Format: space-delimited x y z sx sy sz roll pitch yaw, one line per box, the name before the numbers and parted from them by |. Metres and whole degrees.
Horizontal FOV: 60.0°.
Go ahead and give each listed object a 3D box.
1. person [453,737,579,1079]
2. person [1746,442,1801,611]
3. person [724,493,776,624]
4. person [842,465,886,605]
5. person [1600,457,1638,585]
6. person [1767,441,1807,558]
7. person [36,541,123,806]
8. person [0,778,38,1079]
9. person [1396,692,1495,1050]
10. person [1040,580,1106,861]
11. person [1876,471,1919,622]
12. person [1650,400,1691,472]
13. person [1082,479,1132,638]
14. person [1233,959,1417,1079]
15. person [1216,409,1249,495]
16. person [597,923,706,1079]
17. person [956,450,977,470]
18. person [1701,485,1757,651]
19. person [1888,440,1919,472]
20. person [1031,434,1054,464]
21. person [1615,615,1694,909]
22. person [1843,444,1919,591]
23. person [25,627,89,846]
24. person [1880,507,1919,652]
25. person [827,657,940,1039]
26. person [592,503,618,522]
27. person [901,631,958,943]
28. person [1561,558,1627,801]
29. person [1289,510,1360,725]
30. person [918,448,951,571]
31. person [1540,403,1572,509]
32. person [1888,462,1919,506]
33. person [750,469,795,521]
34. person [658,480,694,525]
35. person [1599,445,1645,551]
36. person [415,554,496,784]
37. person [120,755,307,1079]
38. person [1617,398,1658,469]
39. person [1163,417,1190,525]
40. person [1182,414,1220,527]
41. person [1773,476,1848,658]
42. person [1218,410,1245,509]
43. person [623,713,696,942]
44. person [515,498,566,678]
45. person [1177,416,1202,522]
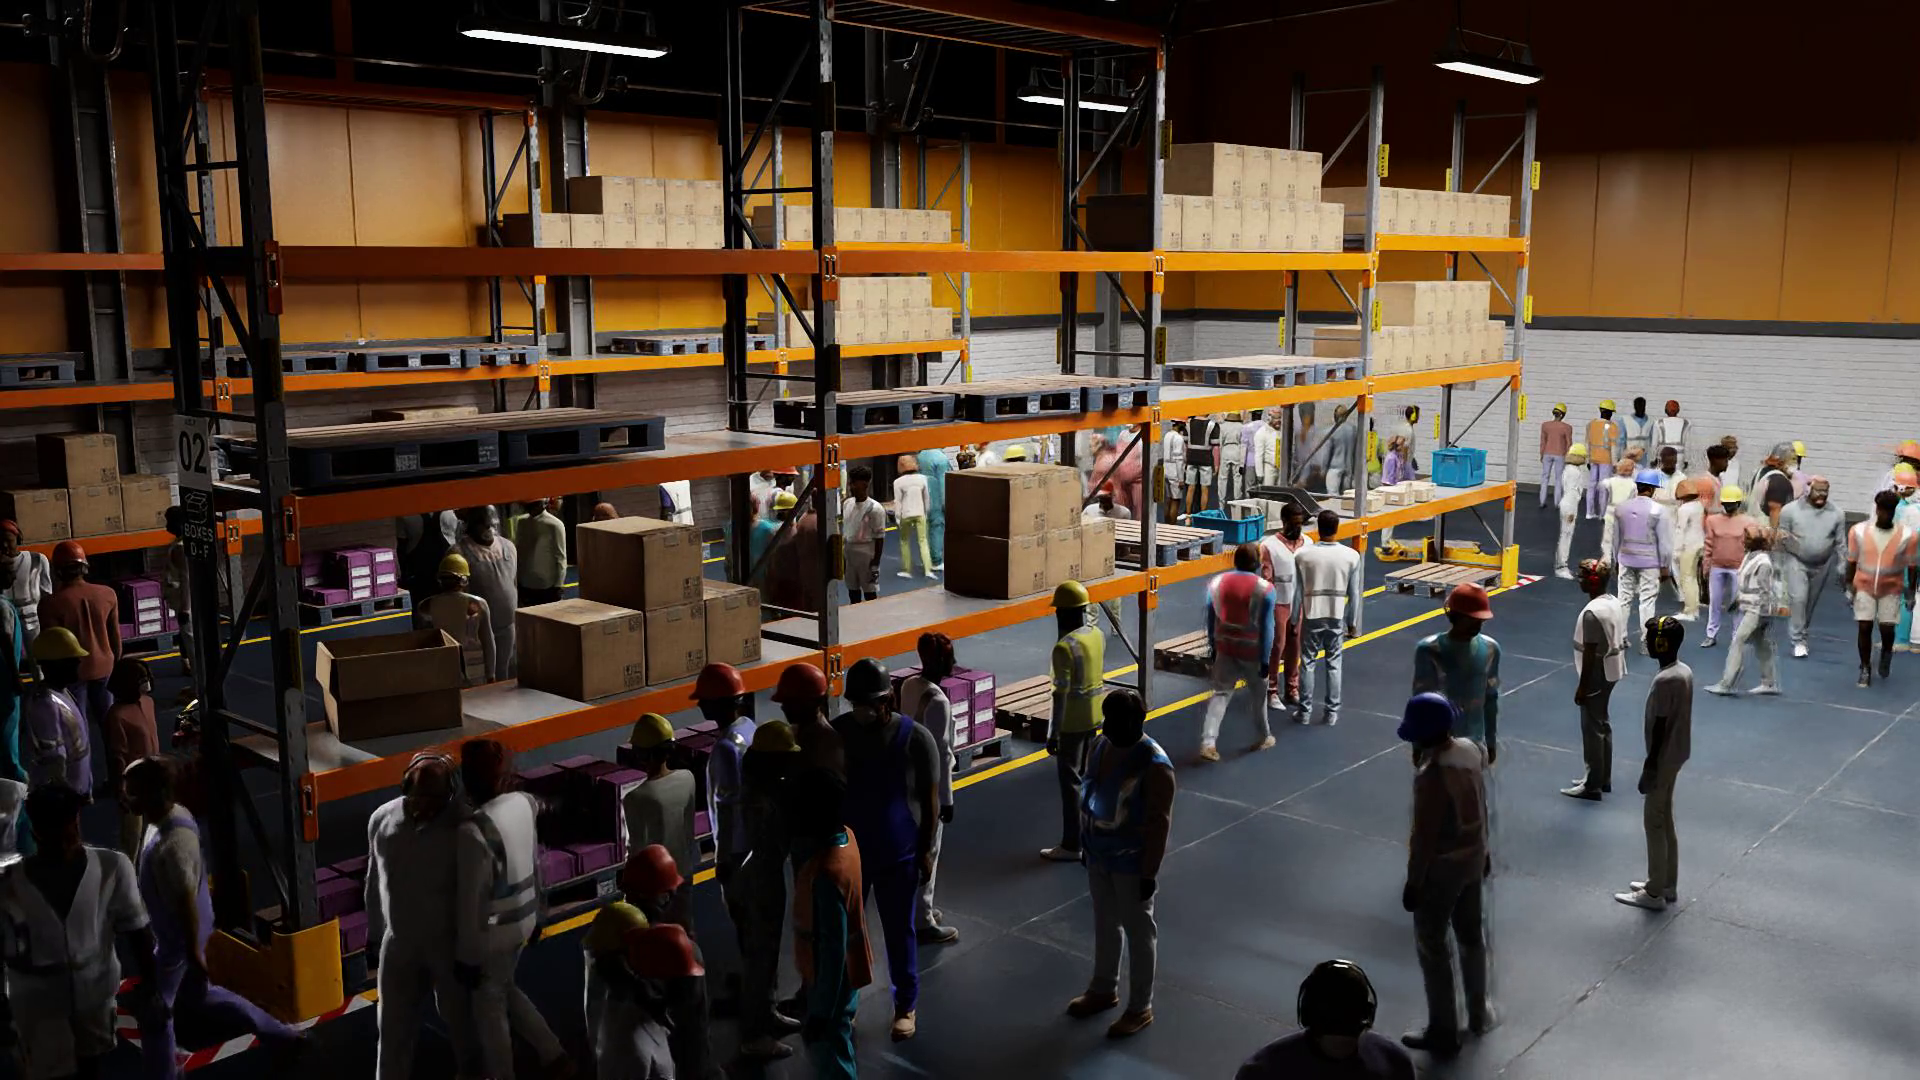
person | -2.153 1.839 7.831 0.465 1.871 0.575 3 10 16
person | 9.452 -0.158 19.229 0.790 2.000 0.708 0 10 -1
person | -2.124 0.436 16.410 0.593 1.791 0.935 4 10 21
person | -1.035 0.201 17.303 0.606 1.966 0.367 9 13 44
person | 8.331 -0.237 21.022 0.516 1.612 0.779 5 11 28
person | 9.980 -0.241 20.092 0.410 1.917 0.591 -1 10 -6
person | -6.604 0.994 12.498 0.392 1.991 0.613 6 11 32
person | -4.802 1.798 8.144 0.636 1.841 0.429 -4 10 -21
person | 2.563 1.687 8.678 0.405 1.901 0.778 9 13 42
person | 0.768 1.223 11.345 0.385 1.921 0.586 6 11 33
person | 10.551 0.079 18.717 0.352 1.738 0.573 4 10 24
person | 11.349 -1.304 26.578 0.587 1.875 0.355 3 10 15
person | 1.573 0.200 18.032 0.580 1.746 0.446 2 10 12
person | 1.145 2.230 5.278 0.633 1.936 0.353 -3 10 -17
person | 4.744 -1.719 28.939 0.583 1.918 0.404 0 10 -2
person | -1.118 2.219 5.982 0.629 1.717 0.578 -1 10 -8
person | 0.040 -0.162 19.880 0.342 1.839 0.501 -4 10 -21
person | 8.027 0.291 17.398 0.518 1.756 0.344 8 12 39
person | 12.409 -0.449 21.851 0.290 1.745 0.487 -4 10 -25
person | 1.327 -1.370 27.070 0.393 1.838 0.561 -2 10 -10
person | 4.420 1.396 10.516 0.347 1.855 0.532 7 12 36
person | 11.344 -0.236 20.240 0.987 1.855 0.582 4 10 22
person | -5.318 1.463 9.887 0.369 1.928 0.585 -5 11 -26
person | 9.968 0.295 17.260 0.643 1.806 0.332 4 10 24
person | -0.470 1.606 8.699 0.689 2.000 0.539 2 10 10
person | -3.603 0.431 16.927 0.294 1.634 0.503 -2 10 -11
person | -0.194 1.473 10.001 0.365 1.877 0.580 -3 10 -20
person | 4.839 1.055 12.615 0.389 1.837 0.560 6 11 32
person | 3.199 0.686 14.606 0.593 1.907 0.415 0 10 0
person | -0.301 -0.540 21.938 0.399 1.900 0.644 -5 11 -27
person | 9.826 -1.387 27.423 0.532 1.756 0.337 8 12 38
person | 11.281 -0.095 19.877 0.869 1.699 0.472 -2 10 -12
person | -2.215 -0.082 19.202 0.644 1.900 0.399 -3 10 -15
person | -3.351 -0.117 19.595 0.392 1.838 0.563 4 10 20
person | 9.044 -0.491 22.501 0.517 1.617 0.759 -9 13 -43
person | -3.876 1.016 12.873 0.588 1.822 0.403 0 10 -2
person | -3.600 1.860 7.908 0.837 1.813 0.542 -4 10 -25
person | 11.102 -1.399 27.207 0.644 1.862 0.814 -2 10 -11
person | 3.164 -0.944 24.285 0.387 1.926 0.547 -2 10 -12
person | 3.696 -1.194 25.459 0.614 2.031 0.402 5 11 28
person | 8.763 0.283 17.075 0.665 1.869 0.917 1 10 8
person | 4.468 -1.355 27.306 0.486 1.733 0.351 2 10 14
person | -1.561 1.758 8.610 0.311 1.769 0.522 5 11 28
person | -4.054 0.405 16.012 0.609 1.992 0.383 5 11 30
person | 3.610 -1.233 25.986 0.376 1.926 0.585 -4 10 -20
